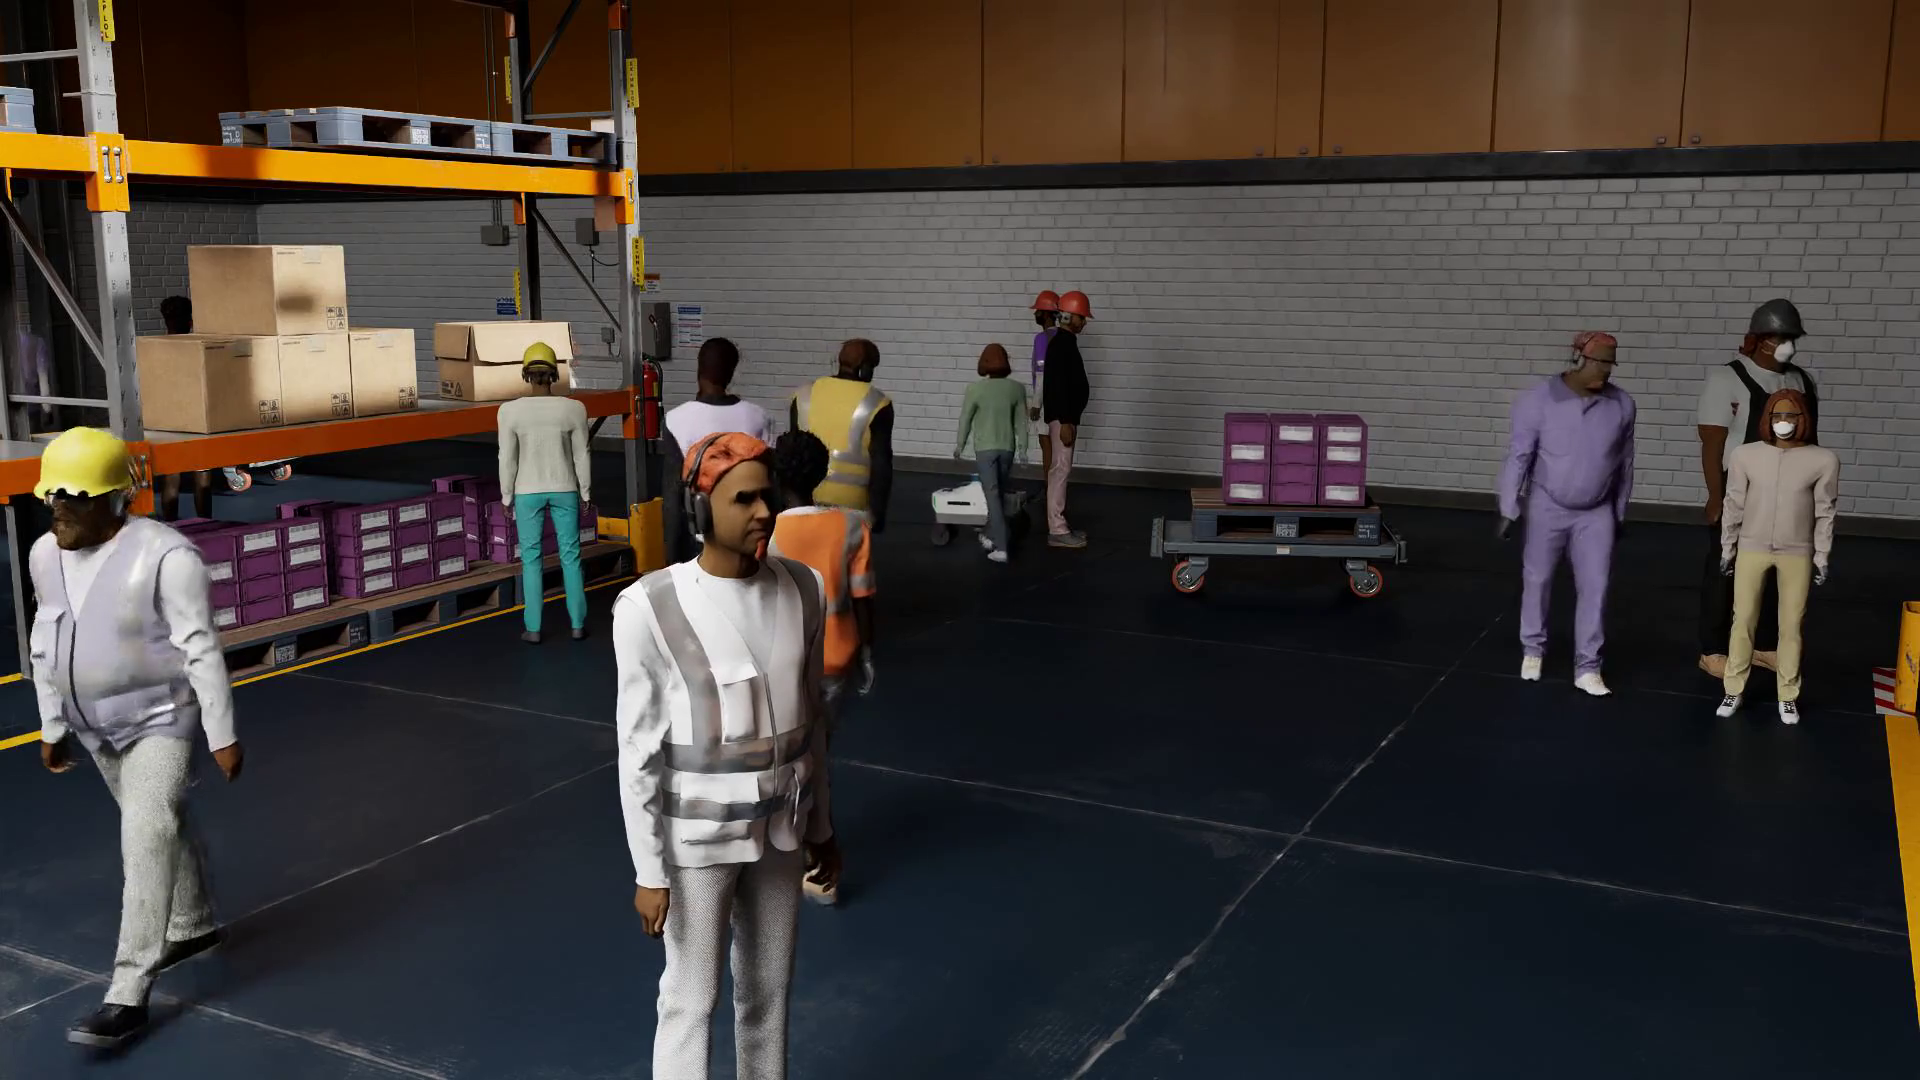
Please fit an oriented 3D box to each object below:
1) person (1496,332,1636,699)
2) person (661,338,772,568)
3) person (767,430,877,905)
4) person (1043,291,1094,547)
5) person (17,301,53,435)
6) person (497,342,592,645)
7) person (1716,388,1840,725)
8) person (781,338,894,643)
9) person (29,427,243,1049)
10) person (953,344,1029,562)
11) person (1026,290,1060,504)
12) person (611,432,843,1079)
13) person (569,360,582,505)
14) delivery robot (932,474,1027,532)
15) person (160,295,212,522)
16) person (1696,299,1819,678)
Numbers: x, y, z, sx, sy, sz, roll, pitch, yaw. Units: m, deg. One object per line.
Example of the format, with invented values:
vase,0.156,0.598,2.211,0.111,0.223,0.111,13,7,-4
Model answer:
person,3.132,-0.128,8.593,0.738,1.866,0.875,1,10,7
person,-1.120,-0.008,7.871,0.597,1.885,0.606,-8,13,-40
person,-0.590,0.426,6.032,0.549,1.646,0.865,-5,11,-27
person,0.843,-0.944,13.003,0.393,1.985,0.611,1,10,6
person,-8.452,-1.220,14.888,0.596,1.877,0.991,-5,11,-26
person,-2.424,-0.270,9.738,0.533,1.765,0.329,-3,10,-19
person,3.969,0.078,8.100,0.501,1.633,0.276,5,11,27
person,-0.709,-0.217,9.314,0.661,1.807,0.701,4,11,22
person,-2.503,0.557,4.918,0.665,1.782,0.885,4,10,20
person,0.211,-0.664,12.470,0.503,1.603,0.737,-5,11,-26
person,0.798,-1.294,15.155,0.351,1.942,0.545,5,11,28
person,-0.515,0.690,3.832,0.355,1.884,0.575,9,14,43
person,-3.128,-0.765,13.009,0.391,1.621,0.531,-2,10,-9
delivery robot,0.149,-0.276,13.001,0.707,0.478,0.477,3,10,15
person,-5.866,-0.862,12.579,0.607,1.965,0.367,1,10,6
person,4.335,-0.271,8.945,0.681,2.000,0.538,-3,10,-15
